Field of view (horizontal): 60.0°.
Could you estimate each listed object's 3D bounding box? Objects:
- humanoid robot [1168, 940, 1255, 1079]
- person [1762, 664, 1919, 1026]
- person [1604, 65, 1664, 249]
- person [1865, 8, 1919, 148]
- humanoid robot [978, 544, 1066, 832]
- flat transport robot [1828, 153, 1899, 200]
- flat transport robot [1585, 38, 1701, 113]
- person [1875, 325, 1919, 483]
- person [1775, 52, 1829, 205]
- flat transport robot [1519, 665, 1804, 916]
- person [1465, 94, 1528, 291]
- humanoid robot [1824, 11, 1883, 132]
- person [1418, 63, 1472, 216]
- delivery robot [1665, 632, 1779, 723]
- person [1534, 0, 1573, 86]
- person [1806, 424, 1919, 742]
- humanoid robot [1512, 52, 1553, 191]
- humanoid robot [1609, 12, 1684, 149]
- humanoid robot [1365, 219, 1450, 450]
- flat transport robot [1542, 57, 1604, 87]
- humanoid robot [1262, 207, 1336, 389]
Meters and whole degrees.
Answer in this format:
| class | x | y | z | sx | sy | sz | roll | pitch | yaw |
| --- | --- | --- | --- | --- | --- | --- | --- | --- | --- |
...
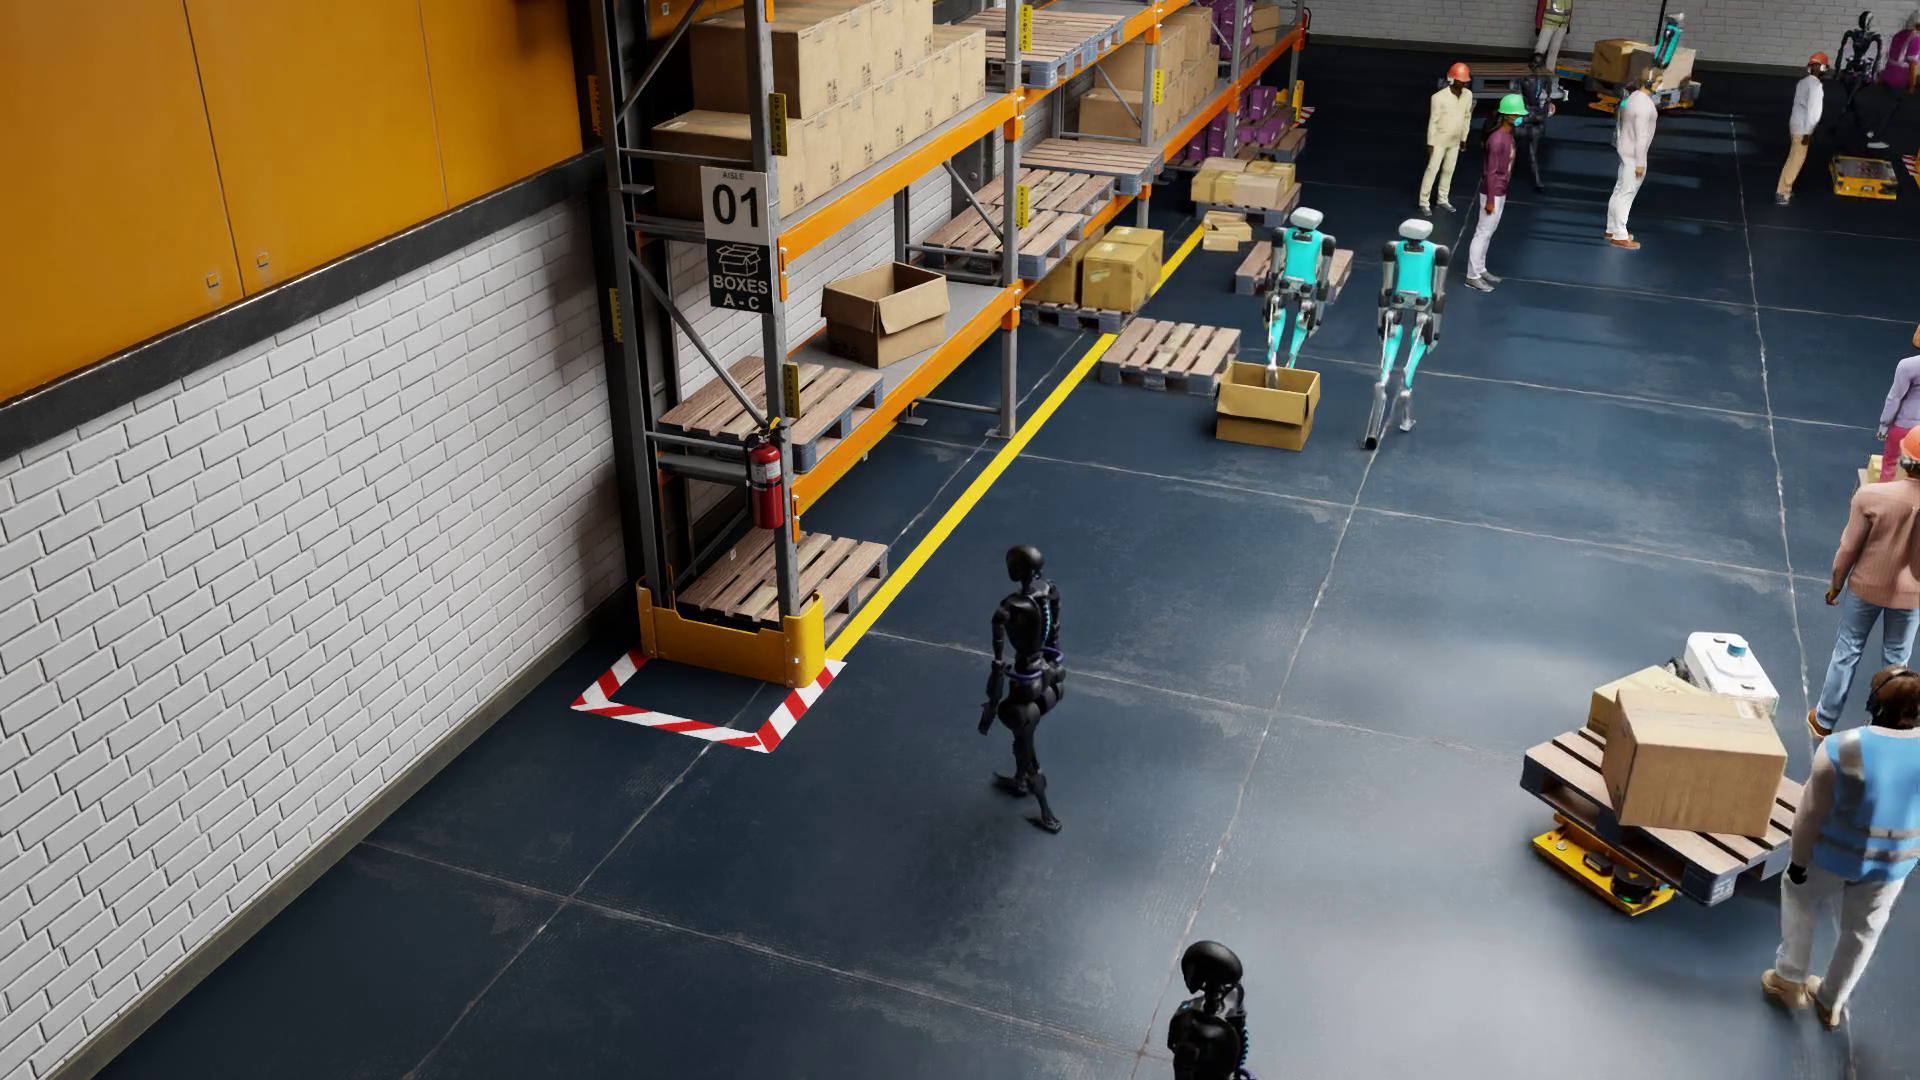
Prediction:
| class | x | y | z | sx | sy | sz | roll | pitch | yaw |
| --- | --- | --- | --- | --- | --- | --- | --- | --- | --- |
| humanoid robot | 0.890 | 2.133 | 6.076 | 0.374 | 1.644 | 0.596 | 14 | 30 | 25 |
| person | 3.989 | 1.373 | 7.394 | 0.627 | 1.829 | 0.466 | 6 | 28 | 11 |
| person | 7.282 | -4.130 | 17.941 | 0.373 | 1.940 | 0.630 | 4 | 28 | 8 |
| person | 12.275 | -6.019 | 21.740 | 0.457 | 1.821 | 0.545 | -1 | 27 | -2 |
| humanoid robot | 0.321 | 0.760 | 8.761 | 0.599 | 1.643 | 0.587 | 20 | 33 | 34 |
| flat transport robot | 11.061 | -4.452 | 20.386 | 0.659 | 0.231 | 1.431 | 10 | 29 | 19 |
| flat transport robot | 9.873 | -6.351 | 24.070 | 1.431 | 0.231 | 0.659 | -14 | 31 | -25 |
| person | 6.787 | -0.815 | 11.849 | 0.498 | 1.629 | 0.288 | -2 | 27 | -4 |
| person | 9.924 | -4.819 | 19.533 | 0.318 | 1.704 | 0.762 | 7 | 28 | 13 |
| flat transport robot | 3.786 | 1.518 | 8.805 | 1.431 | 0.231 | 0.659 | -15 | 31 | -27 |
| person | 5.371 | -3.500 | 16.706 | 0.424 | 1.950 | 0.492 | 15 | 31 | 27 |
| humanoid robot | 12.275 | -6.411 | 22.731 | 0.763 | 1.634 | 0.616 | -23 | 35 | -38 |
| person | 5.601 | -4.590 | 19.053 | 0.578 | 1.739 | 0.379 | -13 | 30 | -24 |
| delivery robot | 4.515 | 0.849 | 9.785 | 0.499 | 0.589 | 0.785 | 2 | 27 | 5 |
| person | 8.964 | -7.767 | 25.103 | 0.633 | 1.839 | 0.429 | -9 | 29 | -18 |
| person | 5.214 | 0.272 | 9.339 | 0.621 | 1.994 | 0.376 | 10 | 29 | 18 |
| humanoid robot | 6.846 | -5.037 | 20.047 | 0.608 | 1.631 | 0.791 | -8 | 28 | -14 |
| humanoid robot | 8.927 | -6.044 | 21.861 | 0.834 | 1.768 | 0.629 | 17 | 32 | 30 |
| humanoid robot | 3.474 | -1.569 | 13.241 | 0.568 | 1.811 | 0.933 | 15 | 31 | 26 |
| flat transport robot | 9.654 | -7.279 | 25.871 | 0.659 | 0.231 | 1.431 | -20 | 33 | -33 |
| humanoid robot | 2.664 | -1.755 | 13.612 | 0.551 | 1.805 | 0.830 | 12 | 30 | 22 |
